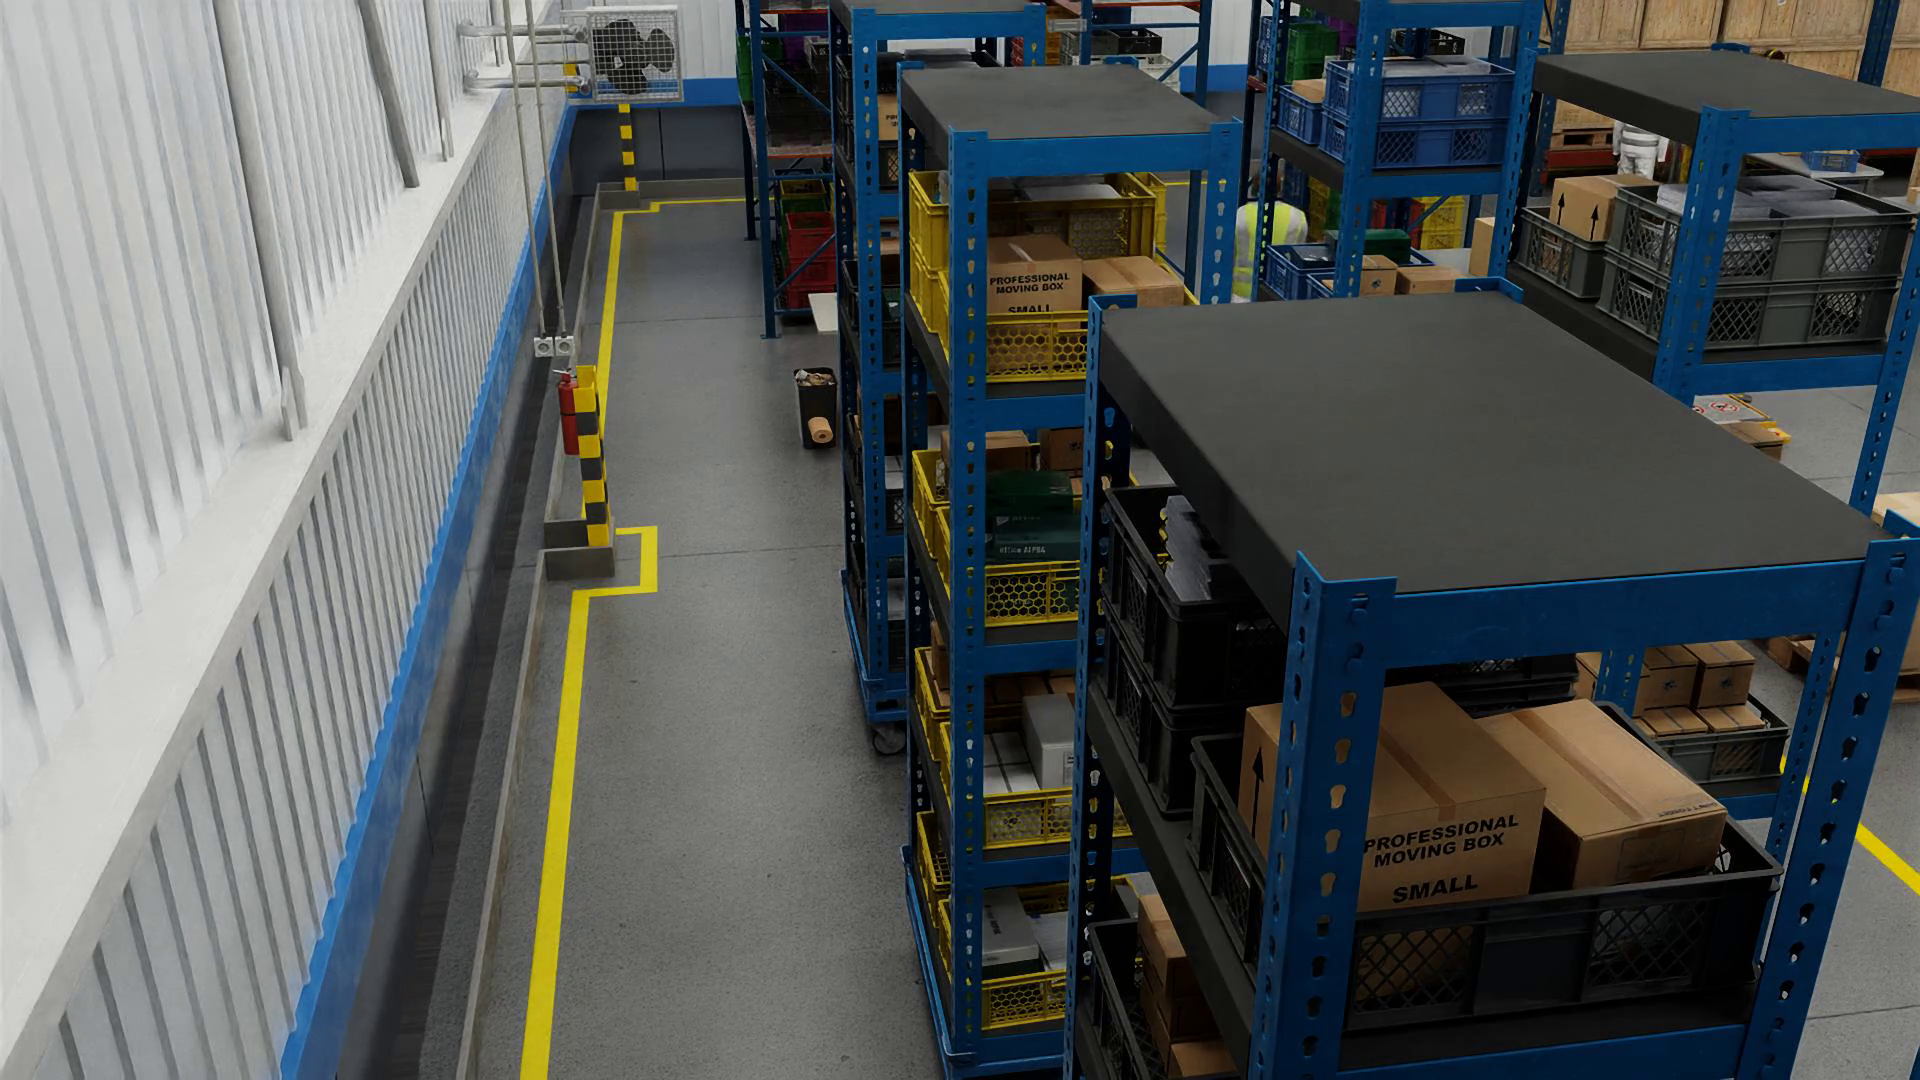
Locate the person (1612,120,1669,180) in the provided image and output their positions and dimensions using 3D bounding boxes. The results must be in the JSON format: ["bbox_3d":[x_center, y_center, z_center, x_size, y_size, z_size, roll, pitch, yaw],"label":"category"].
[{"bbox_3d":[6.901,-3.933,16.895,0.343,1.885,0.583,-18,30,-34],"label":"person"}]

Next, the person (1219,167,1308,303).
[{"bbox_3d":[2.256,-1.871,12.485,0.642,1.838,0.429,1,25,2],"label":"person"}]
